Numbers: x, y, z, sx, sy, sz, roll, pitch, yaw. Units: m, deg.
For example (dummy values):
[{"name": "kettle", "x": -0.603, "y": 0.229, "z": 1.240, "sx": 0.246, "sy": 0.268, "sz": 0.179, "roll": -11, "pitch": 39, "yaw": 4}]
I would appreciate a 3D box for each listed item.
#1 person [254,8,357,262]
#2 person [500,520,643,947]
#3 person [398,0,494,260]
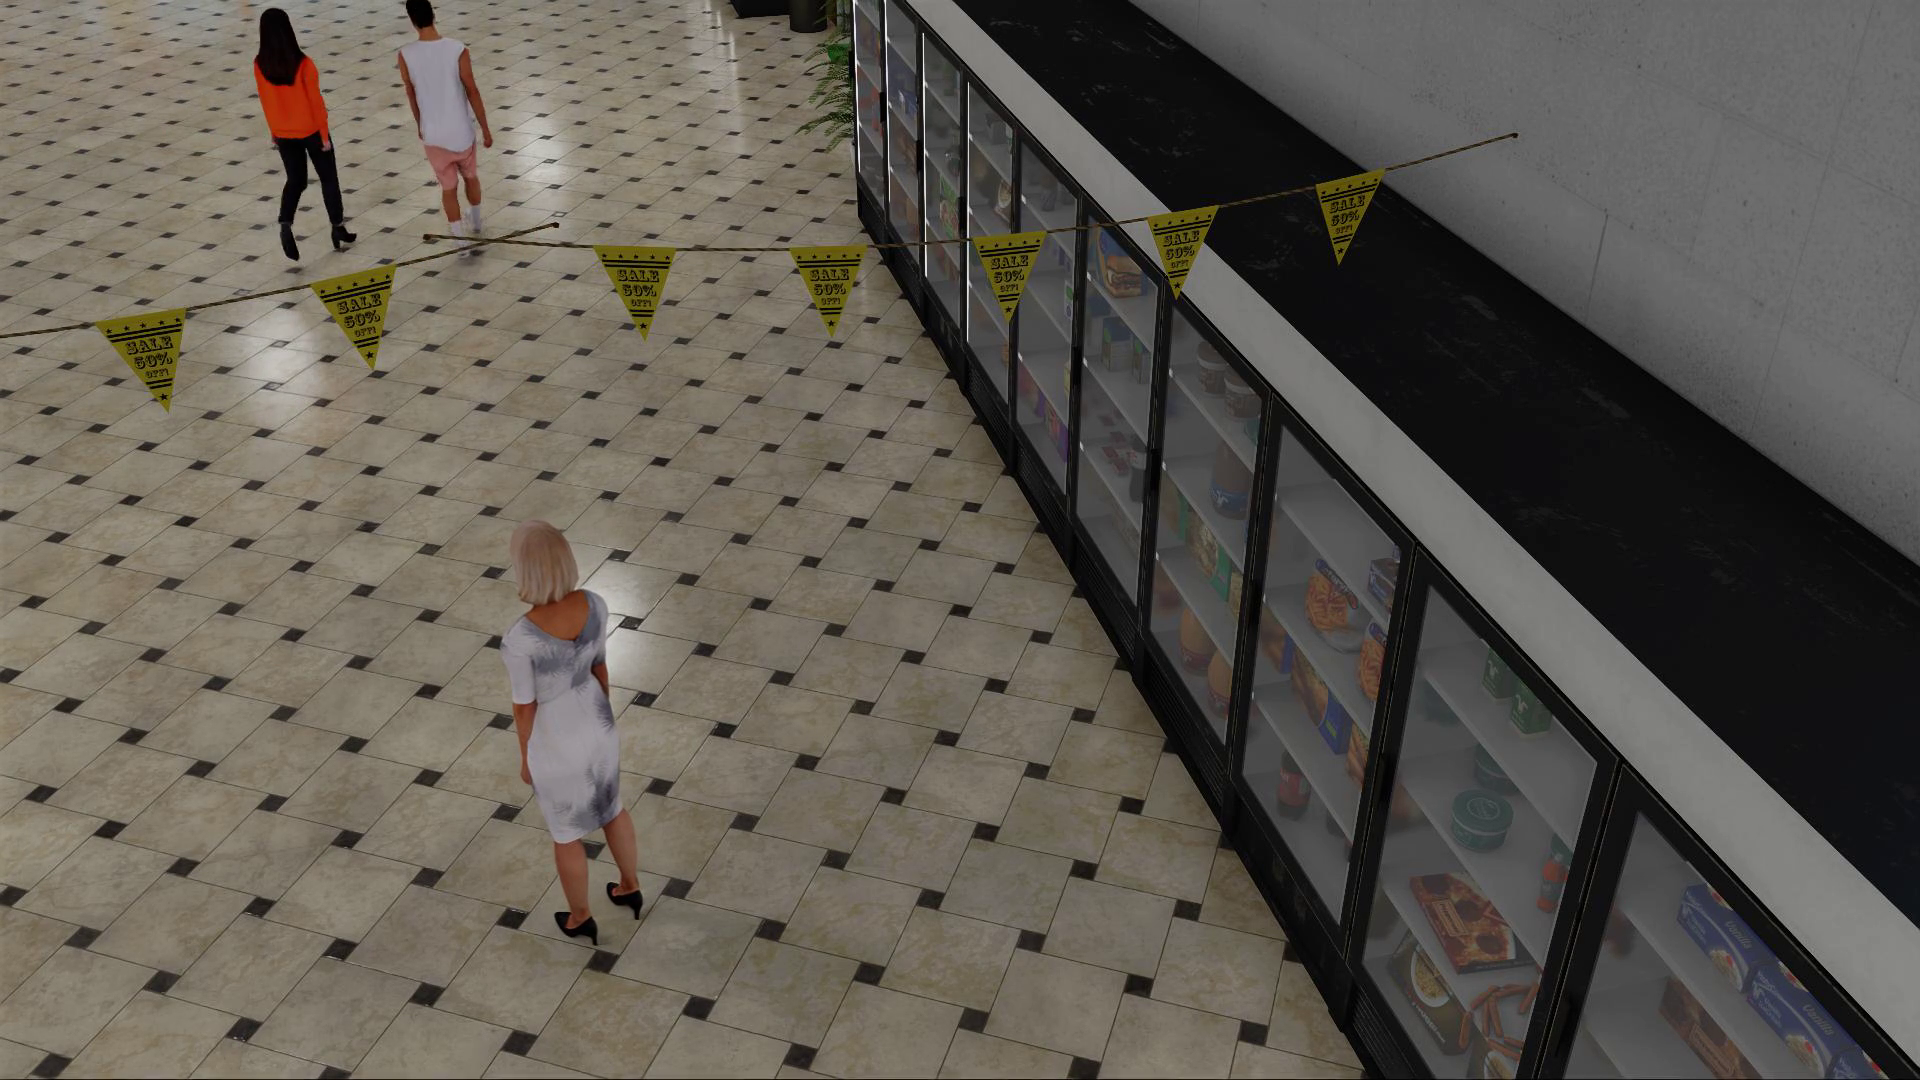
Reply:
[{"name": "person", "x": -4.563, "y": -2.743, "z": 11.418, "sx": 1.026, "sy": 1.732, "sz": 0.950, "roll": 6, "pitch": 32, "yaw": 9}, {"name": "person", "x": -1.363, "y": 0.704, "z": 5.864, "sx": 0.705, "sy": 1.748, "sz": 0.620, "roll": 23, "pitch": 39, "yaw": 32}, {"name": "person", "x": -3.564, "y": -2.796, "z": 11.502, "sx": 0.968, "sy": 1.732, "sz": 0.756, "roll": -7, "pitch": 33, "yaw": -11}]
